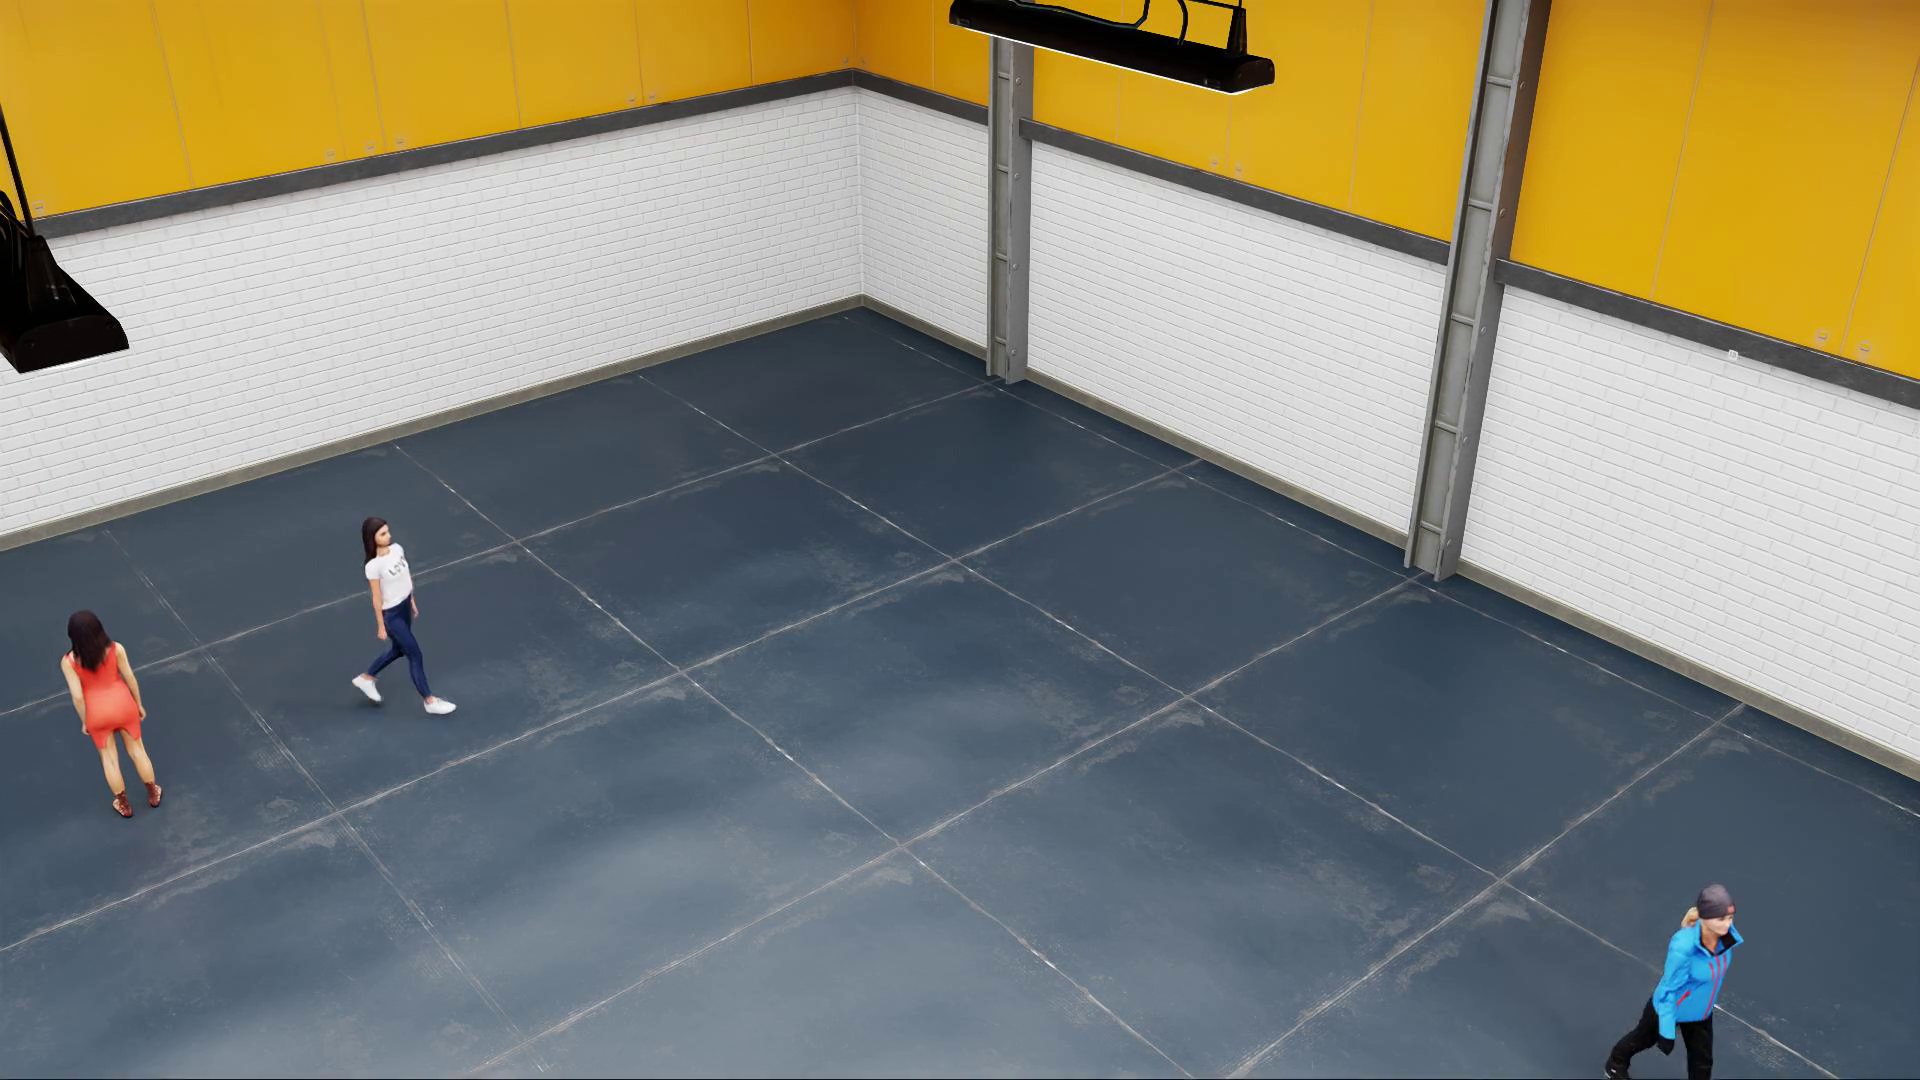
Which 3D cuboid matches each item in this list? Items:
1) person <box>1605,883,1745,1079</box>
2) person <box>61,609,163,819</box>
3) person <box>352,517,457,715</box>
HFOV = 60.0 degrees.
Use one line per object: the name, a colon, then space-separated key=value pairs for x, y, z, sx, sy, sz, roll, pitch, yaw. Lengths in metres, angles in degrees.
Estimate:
person: x=4.015 y=2.622 z=9.435 sx=0.917 sy=1.745 sz=1.242 roll=-10 pitch=30 yaw=-17
person: x=-6.124 y=1.244 z=11.987 sx=0.593 sy=1.719 sz=0.537 roll=-19 pitch=34 yaw=-31
person: x=-4.531 y=0.608 z=13.127 sx=1.163 sy=1.745 sz=1.055 roll=4 pitch=29 yaw=8
